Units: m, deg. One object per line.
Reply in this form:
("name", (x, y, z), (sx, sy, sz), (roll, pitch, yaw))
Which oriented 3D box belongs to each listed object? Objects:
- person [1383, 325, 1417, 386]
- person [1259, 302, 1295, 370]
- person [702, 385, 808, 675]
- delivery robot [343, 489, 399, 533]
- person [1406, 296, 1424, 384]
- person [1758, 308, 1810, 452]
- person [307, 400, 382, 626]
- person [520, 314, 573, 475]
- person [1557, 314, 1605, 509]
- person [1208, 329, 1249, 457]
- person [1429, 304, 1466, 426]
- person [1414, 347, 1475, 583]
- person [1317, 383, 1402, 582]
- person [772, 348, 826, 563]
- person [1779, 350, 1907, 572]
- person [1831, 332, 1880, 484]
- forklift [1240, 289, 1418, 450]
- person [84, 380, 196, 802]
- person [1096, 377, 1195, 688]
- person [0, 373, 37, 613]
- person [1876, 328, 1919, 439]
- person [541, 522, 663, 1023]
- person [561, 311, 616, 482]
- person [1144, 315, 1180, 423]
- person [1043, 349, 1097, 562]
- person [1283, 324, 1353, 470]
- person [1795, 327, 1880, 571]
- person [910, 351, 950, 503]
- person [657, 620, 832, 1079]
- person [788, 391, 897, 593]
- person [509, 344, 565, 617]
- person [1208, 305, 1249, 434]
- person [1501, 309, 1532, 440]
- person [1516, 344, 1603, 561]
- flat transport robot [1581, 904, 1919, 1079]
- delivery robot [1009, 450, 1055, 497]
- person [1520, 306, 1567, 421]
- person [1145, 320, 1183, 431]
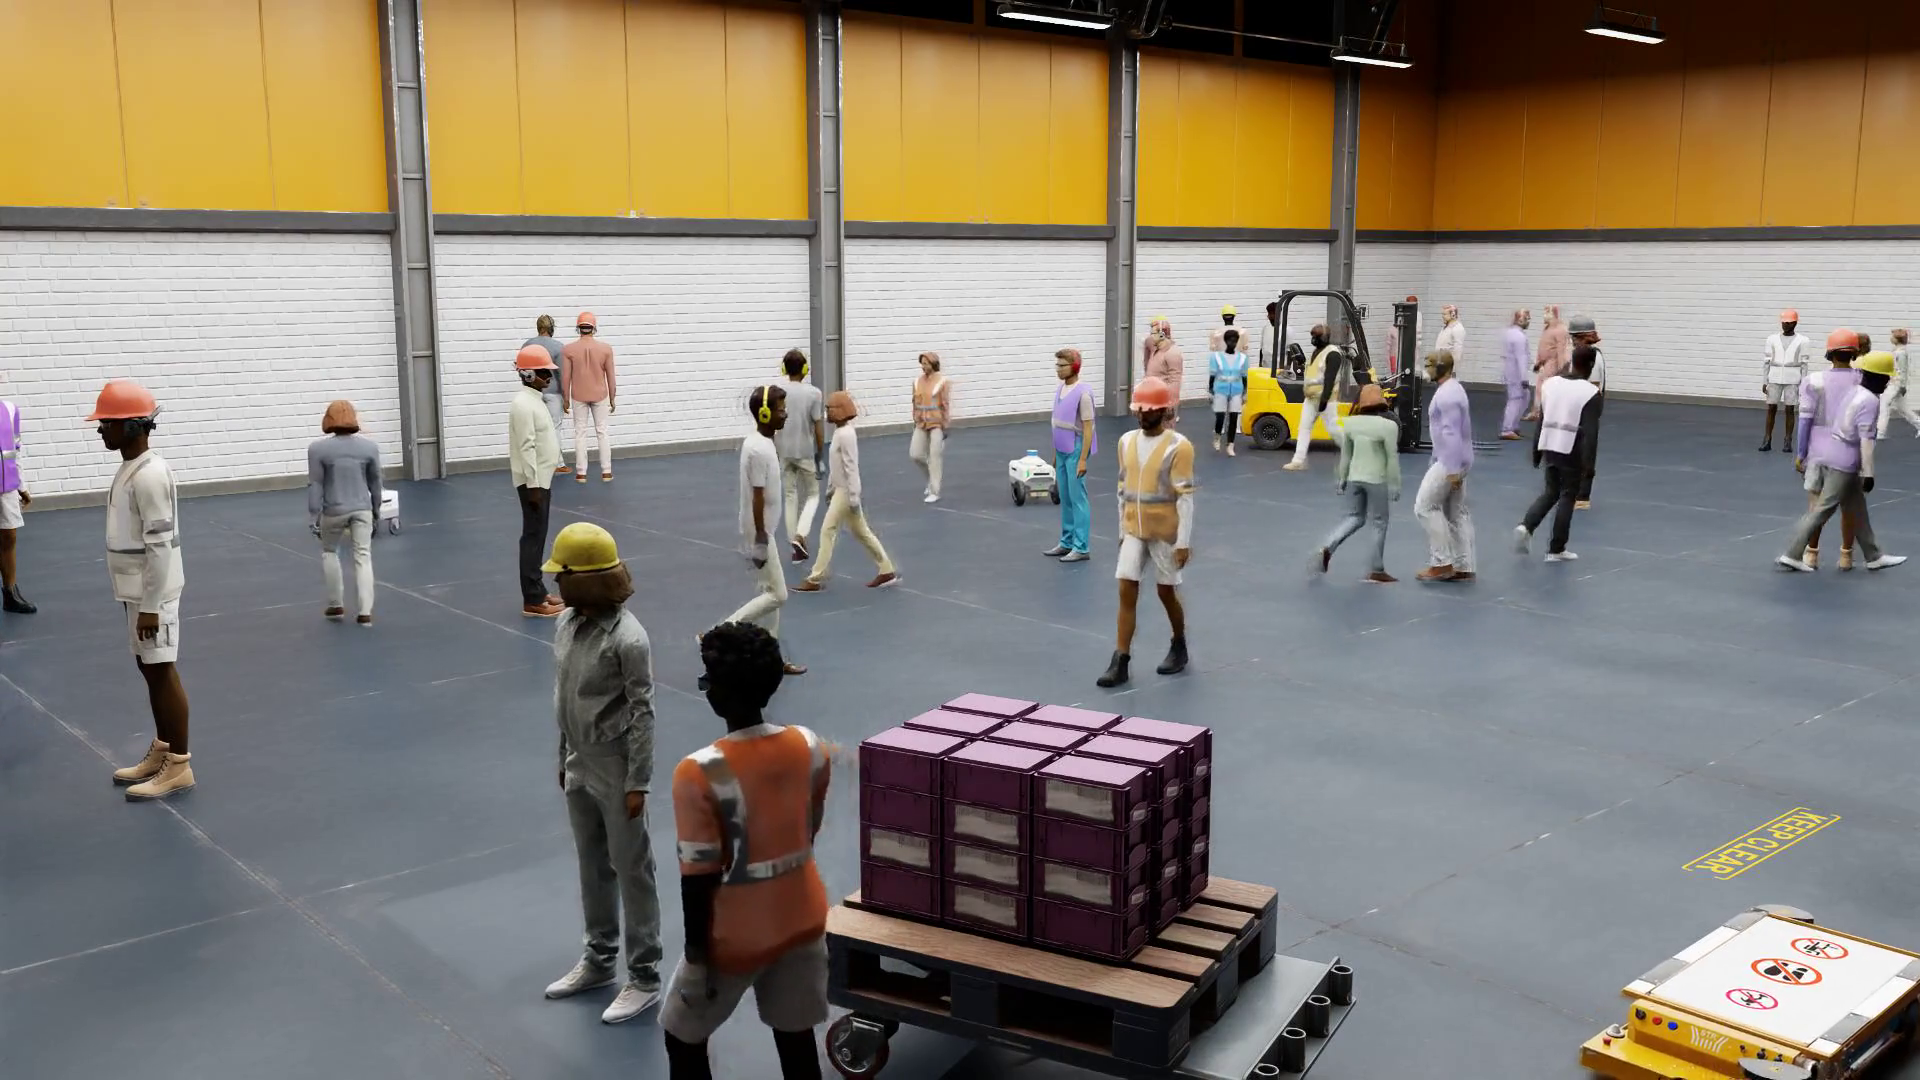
("person", (7.699, -3.204, 29.128), (0.557, 1.746, 0.588), (3, 10, 17))
("person", (4.705, -2.584, 24.909), (0.384, 1.959, 0.600), (-9, 13, -41))
("person", (-1.272, -0.041, 10.351), (0.557, 1.853, 0.505), (-1, 10, -7))
("delivery robot", (-5.572, -0.322, 15.495), (0.477, 0.478, 0.707), (4, 10, 21))
("person", (8.588, -3.693, 31.620), (0.339, 1.882, 0.581), (9, 13, 44))
("person", (11.102, -2.146, 22.399), (0.543, 1.939, 0.371), (7, 12, 35))
("person", (-4.431, -0.200, 11.962), (0.539, 1.610, 0.644), (-6, 12, -33))
("person", (-4.985, -1.746, 20.059), (0.635, 1.937, 0.354), (3, 10, 19))
("person", (6.459, -1.348, 17.433), (0.535, 2.000, 0.684), (3, 10, 19))
("person", (3.531, -1.936, 21.894), (0.546, 1.681, 0.394), (-1, 10, -5))
("person", (7.442, -2.641, 25.395), (0.411, 1.908, 0.643), (-1, 10, -5))
("person", (3.894, -0.586, 13.358), (0.579, 1.910, 0.663), (3, 10, 19))
("person", (3.245, -0.453, 13.445), (0.528, 1.624, 0.512), (-6, 11, -30))
("person", (-1.401, -0.712, 14.243), (0.547, 1.856, 0.431), (2, 10, 11))
("person", (7.353, -0.635, 13.790), (1.018, 1.869, 0.629), (2, 10, 12))
("person", (9.688, -1.341, 18.060), (0.538, 1.841, 0.468), (7, 12, 37))
("forklift", (5.034, -2.339, 22.783), (2.313, 2.155, 1.214), (3, 10, 16))
("person", (-3.990, 0.243, 8.110), (0.370, 2.044, 0.608), (-7, 12, -34))
("person", (1.189, -0.062, 10.307), (0.561, 1.908, 0.816), (8, 12, 38))
("person", (-7.041, -0.388, 12.115), (0.365, 1.935, 0.553), (5, 11, 26))
("person", (13.523, -2.234, 23.880), (0.761, 1.614, 0.503), (4, 11, 23))
("person", (-1.249, 0.796, 5.756), (0.488, 1.741, 0.316), (9, 13, 43))
("person", (-4.335, -1.669, 19.446), (0.623, 1.992, 0.397), (-3, 10, -16))
("person", (3.079, -2.557, 25.404), (0.551, 1.721, 0.870), (6, 11, 30))
("person", (0.979, -0.735, 14.415), (0.374, 1.842, 0.573), (-4, 10, -21))
("person", (4.484, -1.750, 20.469), (0.916, 1.812, 0.617), (-3, 10, -19))
("person", (7.329, -0.755, 13.938), (0.608, 2.048, 0.365), (3, 10, 16))
("person", (-0.309, -1.214, 17.866), (0.519, 1.629, 0.386), (7, 12, 34))
("person", (-0.628, 1.037, 4.512), (0.704, 1.668, 0.546), (9, 13, 42))
("person", (-0.894, -0.379, 13.084), (0.867, 1.588, 0.520), (-1, 10, -8))
("person", (-3.107, -0.435, 12.219), (0.381, 1.994, 0.622), (-1, 10, -8))
("person", (3.968, -2.517, 24.638), (0.585, 1.917, 0.382), (0, 10, -2))
("person", (8.028, -2.362, 23.814), (0.516, 1.886, 0.669), (1, 10, 7))
("person", (5.157, -0.736, 14.279), (0.560, 1.891, 0.639), (-5, 11, -29))
("flat transport robot", (2.737, 1.561, 5.572), (1.431, 0.197, 0.652), (-9, 13, -42))
("delivery robot", (0.770, -0.720, 17.826), (0.477, 0.478, 0.707), (-3, 10, -14))
("person", (9.536, -2.823, 26.630), (0.993, 1.861, 0.631), (1, 10, 4))
("person", (2.313, -1.568, 19.128), (0.401, 1.901, 0.651), (-2, 10, -13))
